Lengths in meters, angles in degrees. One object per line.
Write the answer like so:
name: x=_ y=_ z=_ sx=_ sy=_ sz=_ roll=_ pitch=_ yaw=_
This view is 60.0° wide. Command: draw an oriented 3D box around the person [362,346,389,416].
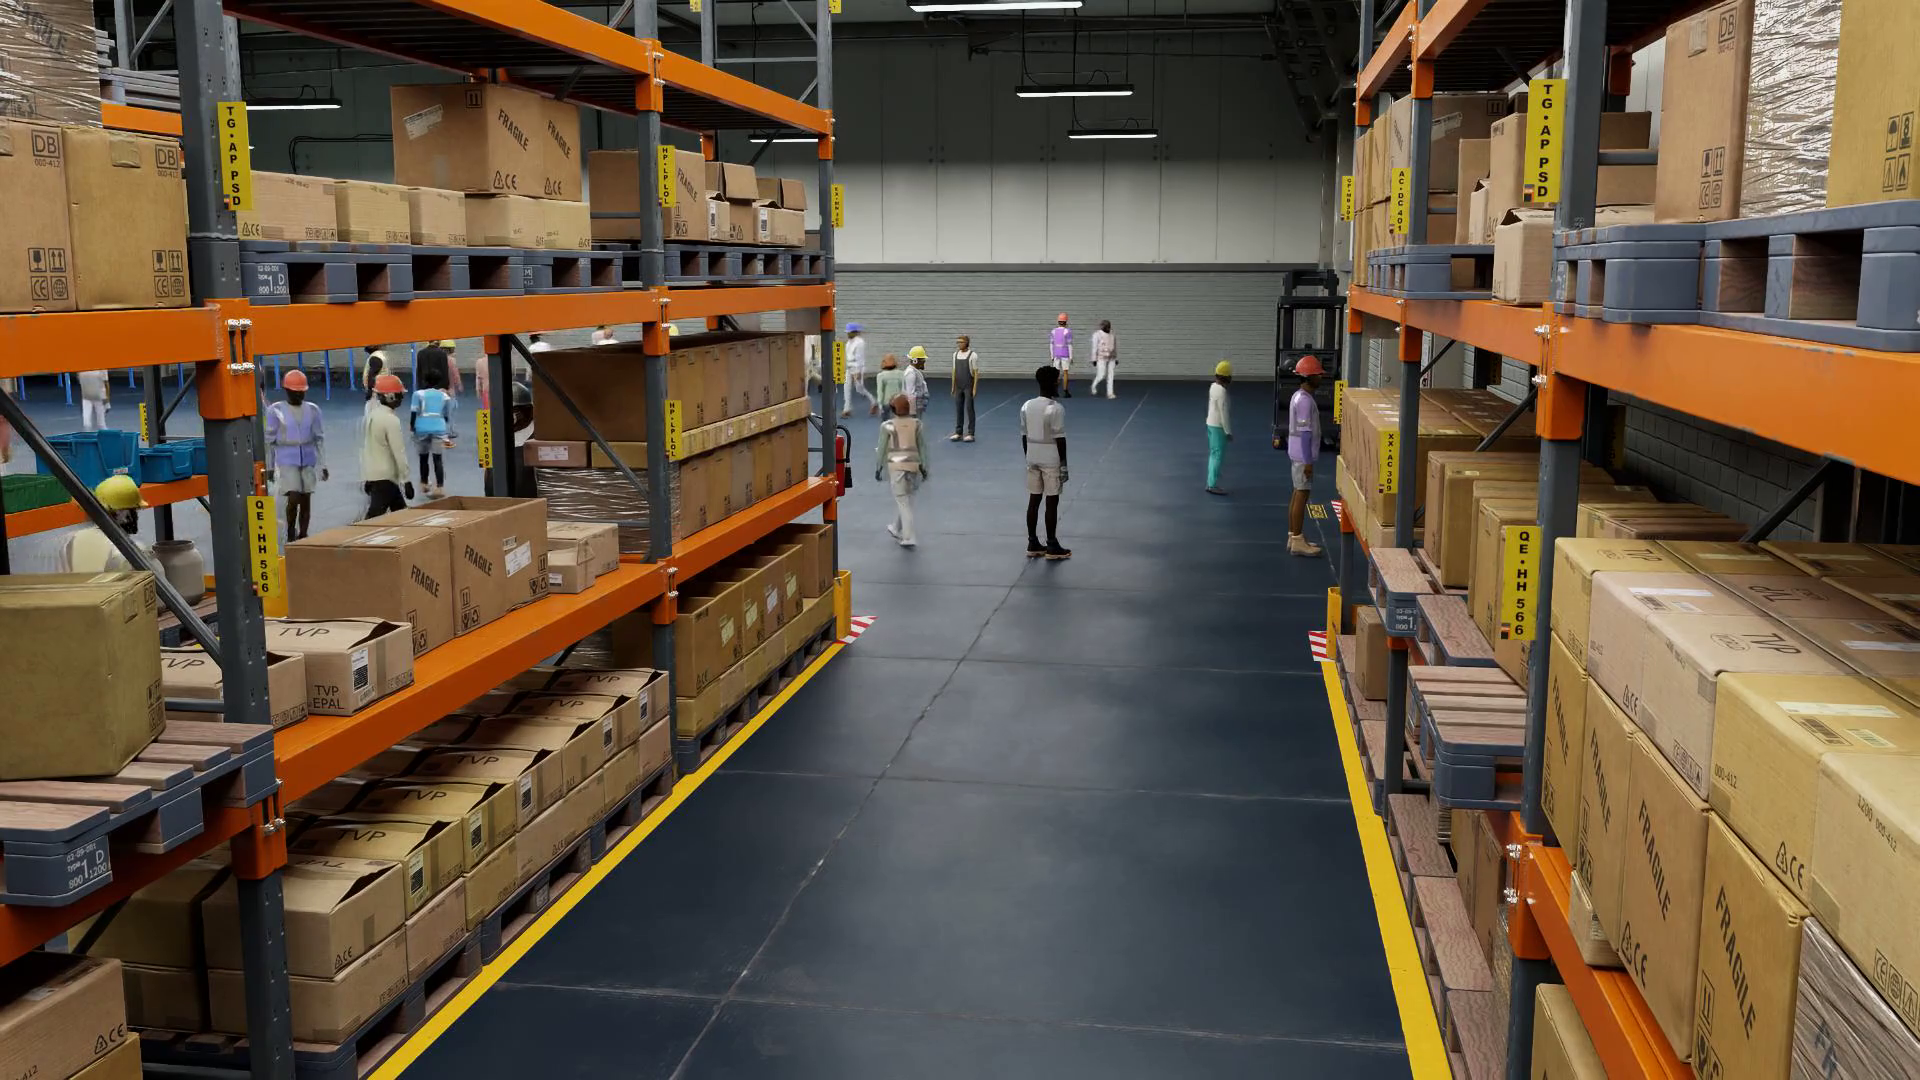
person: x=-9.830 y=-2.512 z=28.001 sx=0.445 sy=1.824 sz=0.640 roll=-3 pitch=10 yaw=-20

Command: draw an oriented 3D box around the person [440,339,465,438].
person: x=-8.897 y=-2.668 z=29.154 sx=0.520 sy=1.750 sz=0.539 roll=-8 pitch=12 yaw=-42

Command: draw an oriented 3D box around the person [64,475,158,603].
person: x=-4.749 y=0.539 z=9.262 sx=0.591 sy=1.802 sz=0.816 roll=4 pitch=10 yaw=22

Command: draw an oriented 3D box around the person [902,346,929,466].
person: x=-0.651 y=-1.927 z=24.378 sx=0.403 sy=1.824 sz=0.596 roll=1 pitch=9 yaw=4

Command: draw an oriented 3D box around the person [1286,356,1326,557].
person: x=3.574 y=-0.873 z=17.179 sx=0.356 sy=2.047 sz=0.615 roll=1 pitch=9 yaw=5

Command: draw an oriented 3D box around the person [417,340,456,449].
person: x=-8.655 y=-2.506 z=27.453 sx=0.612 sy=1.981 sz=0.408 roll=4 pitch=10 yaw=24

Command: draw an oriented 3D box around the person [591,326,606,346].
person: x=-8.173 y=-4.121 z=37.812 sx=0.554 sy=1.881 sz=0.426 roll=-9 pitch=13 yaw=-43

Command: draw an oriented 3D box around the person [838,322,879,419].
person: x=-2.021 y=-3.380 z=33.045 sx=0.835 sy=1.918 sz=0.606 roll=-7 pitch=12 yaw=-37

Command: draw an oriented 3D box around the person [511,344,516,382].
person: x=-7.470 y=-2.476 z=27.602 sx=0.666 sy=1.868 sz=0.917 roll=7 pitch=12 yaw=38

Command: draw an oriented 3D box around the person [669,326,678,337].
person: x=-5.415 y=-3.108 z=31.446 sx=0.594 sy=1.900 sz=0.886 roll=-3 pitch=10 yaw=-19

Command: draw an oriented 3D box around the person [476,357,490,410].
person: x=-8.000 y=-2.559 z=28.487 sx=0.546 sy=1.747 sz=0.476 roll=-2 pitch=9 yaw=-12

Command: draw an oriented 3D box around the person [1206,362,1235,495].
person: x=3.376 y=-1.464 z=21.844 sx=0.361 sy=1.728 sz=0.581 roll=-1 pitch=9 yaw=-7

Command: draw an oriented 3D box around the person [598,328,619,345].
person: x=-7.891 y=-3.952 z=37.433 sx=0.532 sy=1.622 sz=0.369 roll=1 pitch=9 yaw=6

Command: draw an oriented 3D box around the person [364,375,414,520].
person: x=-5.505 y=-0.609 z=15.912 sx=1.036 sy=1.941 sz=0.640 roll=-7 pitch=11 yaw=-36

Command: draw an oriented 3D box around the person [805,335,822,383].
person: x=-3.466 y=-4.286 z=38.911 sx=0.875 sy=1.830 sz=0.532 roll=-2 pitch=9 yaw=-11

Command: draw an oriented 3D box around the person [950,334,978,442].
person: x=0.075 y=-2.617 z=28.558 sx=0.517 sy=1.843 sz=0.325 roll=6 pitch=11 yaw=34

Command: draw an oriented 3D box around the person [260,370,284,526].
person: x=-7.987 y=-1.042 z=18.936 sx=0.567 sy=1.822 sz=0.634 roll=-9 pitch=13 yaw=-43

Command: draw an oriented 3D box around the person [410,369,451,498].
person: x=-6.875 y=-1.388 z=21.605 sx=0.549 sy=1.637 sz=0.737 roll=-5 pitch=10 yaw=-27

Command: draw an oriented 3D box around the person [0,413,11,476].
person: x=-10.891 y=-1.067 z=18.618 sx=0.623 sy=1.972 sz=0.749 roll=0 pitch=9 yaw=0

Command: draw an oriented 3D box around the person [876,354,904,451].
person: x=-1.086 y=-2.181 z=26.625 sx=0.499 sy=1.598 sz=0.817 roll=-4 pitch=10 yaw=-23

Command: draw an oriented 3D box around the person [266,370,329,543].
person: x=-6.770 y=-0.784 z=17.032 sx=0.564 sy=1.912 sz=0.475 roll=-8 pitch=12 yaw=-40

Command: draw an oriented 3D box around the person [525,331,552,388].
person: x=-7.819 y=-3.015 z=30.802 sx=0.712 sy=1.905 sz=0.562 roll=4 pitch=10 yaw=22

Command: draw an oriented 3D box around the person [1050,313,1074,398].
person: x=2.363 y=-4.257 z=38.440 sx=0.568 sy=1.930 sz=0.400 roll=6 pitch=11 yaw=31

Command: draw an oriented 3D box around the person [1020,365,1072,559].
person: x=0.881 y=-0.802 z=16.991 sx=0.367 sy=1.966 sz=0.607 roll=-8 pitch=12 yaw=-41

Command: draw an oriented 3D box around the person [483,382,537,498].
person: x=-3.553 y=-0.230 z=13.367 sx=0.672 sy=2.000 sz=0.536 roll=3 pitch=10 yaw=17

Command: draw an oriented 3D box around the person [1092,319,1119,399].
person: x=3.327 y=-4.181 z=38.307 sx=0.635 sy=1.818 sz=0.567 roll=-5 pitch=11 yaw=-29

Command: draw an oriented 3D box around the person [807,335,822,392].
person: x=-3.478 y=-4.483 z=39.853 sx=0.553 sy=1.916 sz=0.834 roll=8 pitch=12 yaw=42

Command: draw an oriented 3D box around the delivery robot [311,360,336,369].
delivery robot: x=-16.923 y=-4.666 z=44.208 sx=0.698 sy=0.223 sz=0.335 roll=4 pitch=10 yaw=24

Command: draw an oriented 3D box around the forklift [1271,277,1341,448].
forklift: x=5.847 y=-3.016 z=27.970 sx=1.129 sy=2.768 sz=1.873 roll=1 pitch=9 yaw=9

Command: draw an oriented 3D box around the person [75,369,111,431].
person: x=-13.399 y=-2.138 z=25.683 sx=0.544 sy=1.820 sz=0.918 roll=-2 pitch=9 yaw=-11

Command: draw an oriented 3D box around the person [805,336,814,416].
person: x=-3.164 y=-3.385 z=33.262 sx=0.396 sy=1.864 sz=0.754 roll=7 pitch=11 yaw=35

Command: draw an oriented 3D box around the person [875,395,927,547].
person: x=-0.655 y=-0.748 z=17.796 sx=0.537 sy=1.590 sz=0.860 roll=-5 pitch=11 yaw=-30

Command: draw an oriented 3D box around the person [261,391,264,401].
person: x=-10.278 y=-1.881 z=23.914 sx=0.643 sy=1.882 sz=0.657 roll=3 pitch=10 yaw=18
